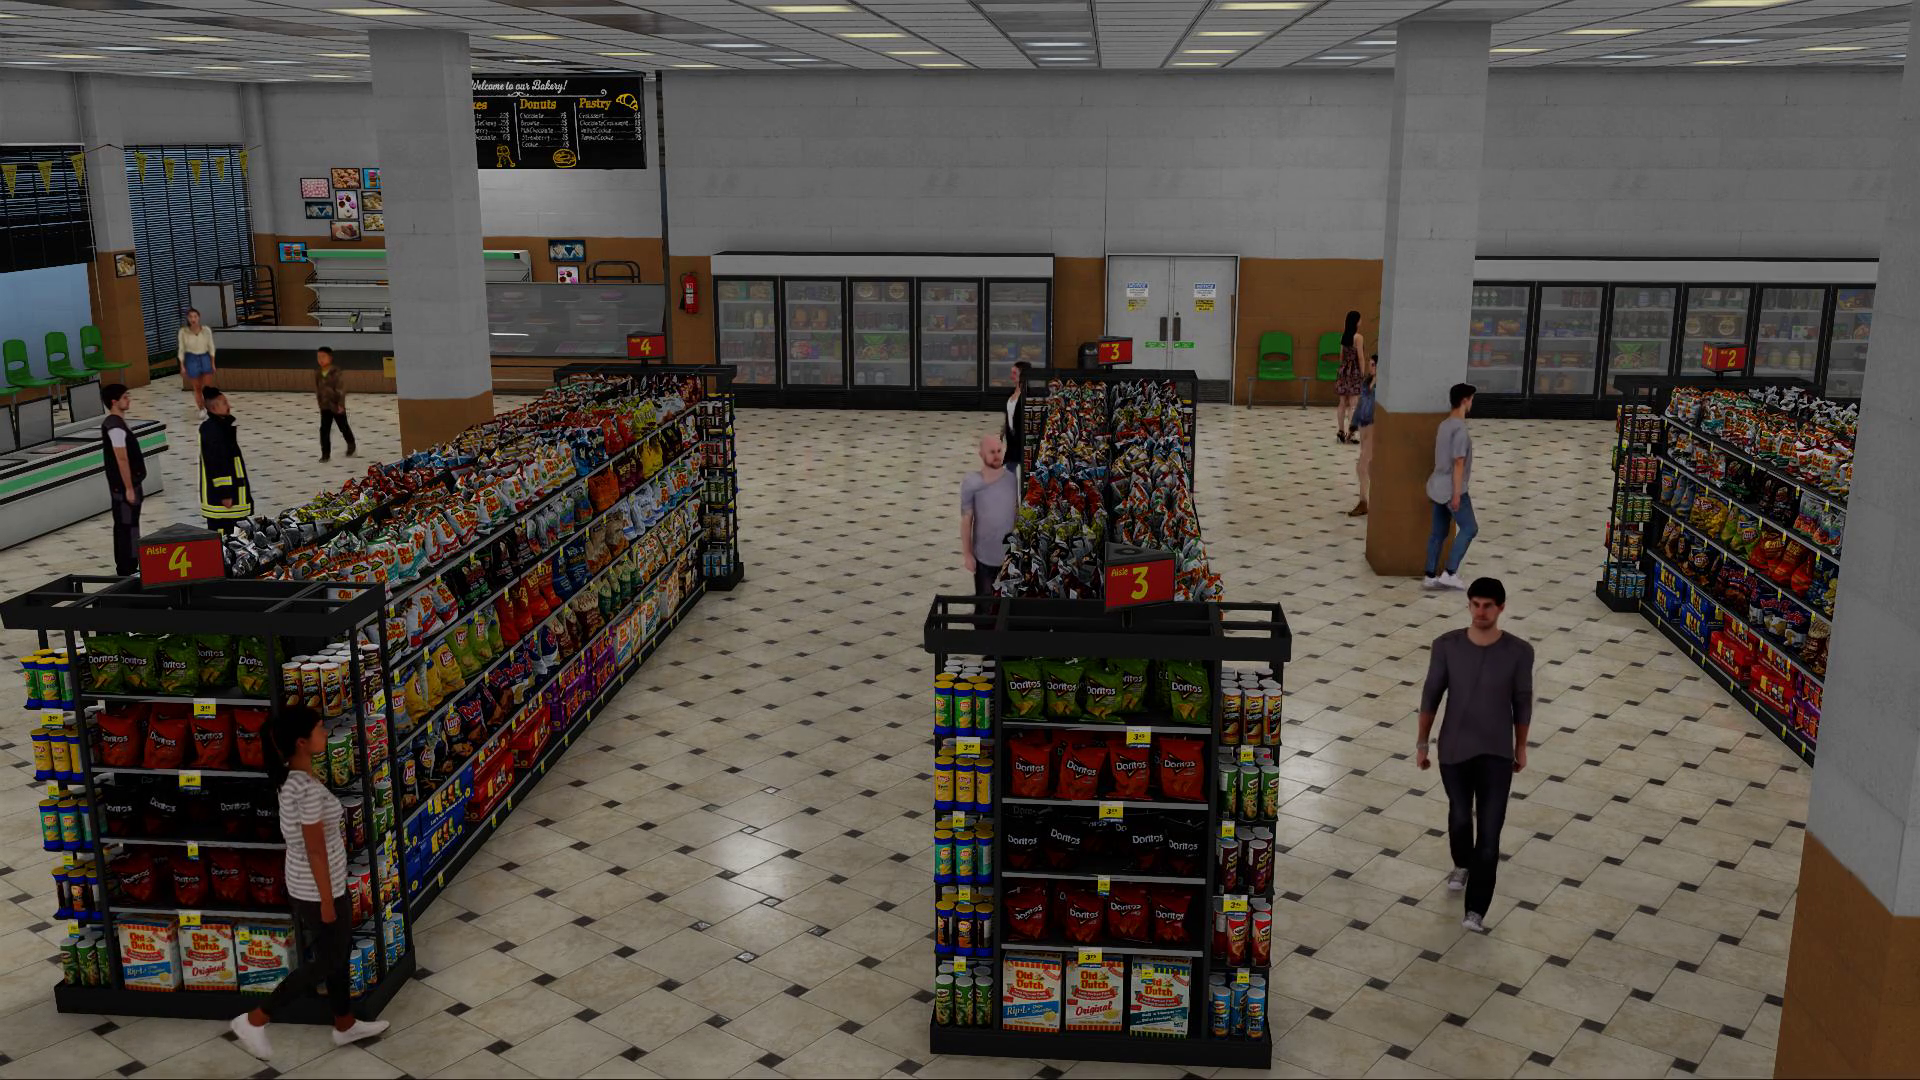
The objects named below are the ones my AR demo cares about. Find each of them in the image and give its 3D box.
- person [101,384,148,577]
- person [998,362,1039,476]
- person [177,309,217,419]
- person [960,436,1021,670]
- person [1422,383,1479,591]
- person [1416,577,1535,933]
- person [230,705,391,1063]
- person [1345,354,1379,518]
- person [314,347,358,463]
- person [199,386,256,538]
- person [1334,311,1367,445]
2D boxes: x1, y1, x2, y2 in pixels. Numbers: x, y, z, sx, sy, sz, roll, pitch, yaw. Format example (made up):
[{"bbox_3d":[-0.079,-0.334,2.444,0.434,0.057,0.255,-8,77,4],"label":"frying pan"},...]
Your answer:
[{"bbox_3d":[-7.662,-0.511,15.231,0.795,1.848,0.708,-8,16,-31],"label":"person"},{"bbox_3d":[0.749,-1.096,18.055,0.935,1.654,0.969,-5,15,-20],"label":"person"},{"bbox_3d":[-11.018,-2.520,24.054,1.000,1.594,1.152,-7,15,-27],"label":"person"},{"bbox_3d":[0.240,0.087,12.803,0.871,1.831,0.912,-8,16,-30],"label":"person"},{"bbox_3d":[4.326,-0.459,14.997,0.856,1.857,0.670,0,14,0],"label":"person"},{"bbox_3d":[2.729,1.080,8.768,0.969,1.802,1.241,6,15,25],"label":"person"},{"bbox_3d":[-2.887,1.532,7.278,0.920,1.626,0.928,-8,16,-29],"label":"person"},{"bbox_3d":[4.520,-1.123,17.954,0.846,1.755,0.833,-5,14,-18],"label":"person"},{"bbox_3d":[-7.935,-1.730,21.134,0.591,1.434,0.946,0,14,1],"label":"person"},{"bbox_3d":[-6.694,-0.487,15.101,0.932,1.862,0.806,-5,15,-20],"label":"person"},{"bbox_3d":[5.238,-2.178,22.260,0.860,1.775,0.784,-8,16,-29],"label":"person"}]
